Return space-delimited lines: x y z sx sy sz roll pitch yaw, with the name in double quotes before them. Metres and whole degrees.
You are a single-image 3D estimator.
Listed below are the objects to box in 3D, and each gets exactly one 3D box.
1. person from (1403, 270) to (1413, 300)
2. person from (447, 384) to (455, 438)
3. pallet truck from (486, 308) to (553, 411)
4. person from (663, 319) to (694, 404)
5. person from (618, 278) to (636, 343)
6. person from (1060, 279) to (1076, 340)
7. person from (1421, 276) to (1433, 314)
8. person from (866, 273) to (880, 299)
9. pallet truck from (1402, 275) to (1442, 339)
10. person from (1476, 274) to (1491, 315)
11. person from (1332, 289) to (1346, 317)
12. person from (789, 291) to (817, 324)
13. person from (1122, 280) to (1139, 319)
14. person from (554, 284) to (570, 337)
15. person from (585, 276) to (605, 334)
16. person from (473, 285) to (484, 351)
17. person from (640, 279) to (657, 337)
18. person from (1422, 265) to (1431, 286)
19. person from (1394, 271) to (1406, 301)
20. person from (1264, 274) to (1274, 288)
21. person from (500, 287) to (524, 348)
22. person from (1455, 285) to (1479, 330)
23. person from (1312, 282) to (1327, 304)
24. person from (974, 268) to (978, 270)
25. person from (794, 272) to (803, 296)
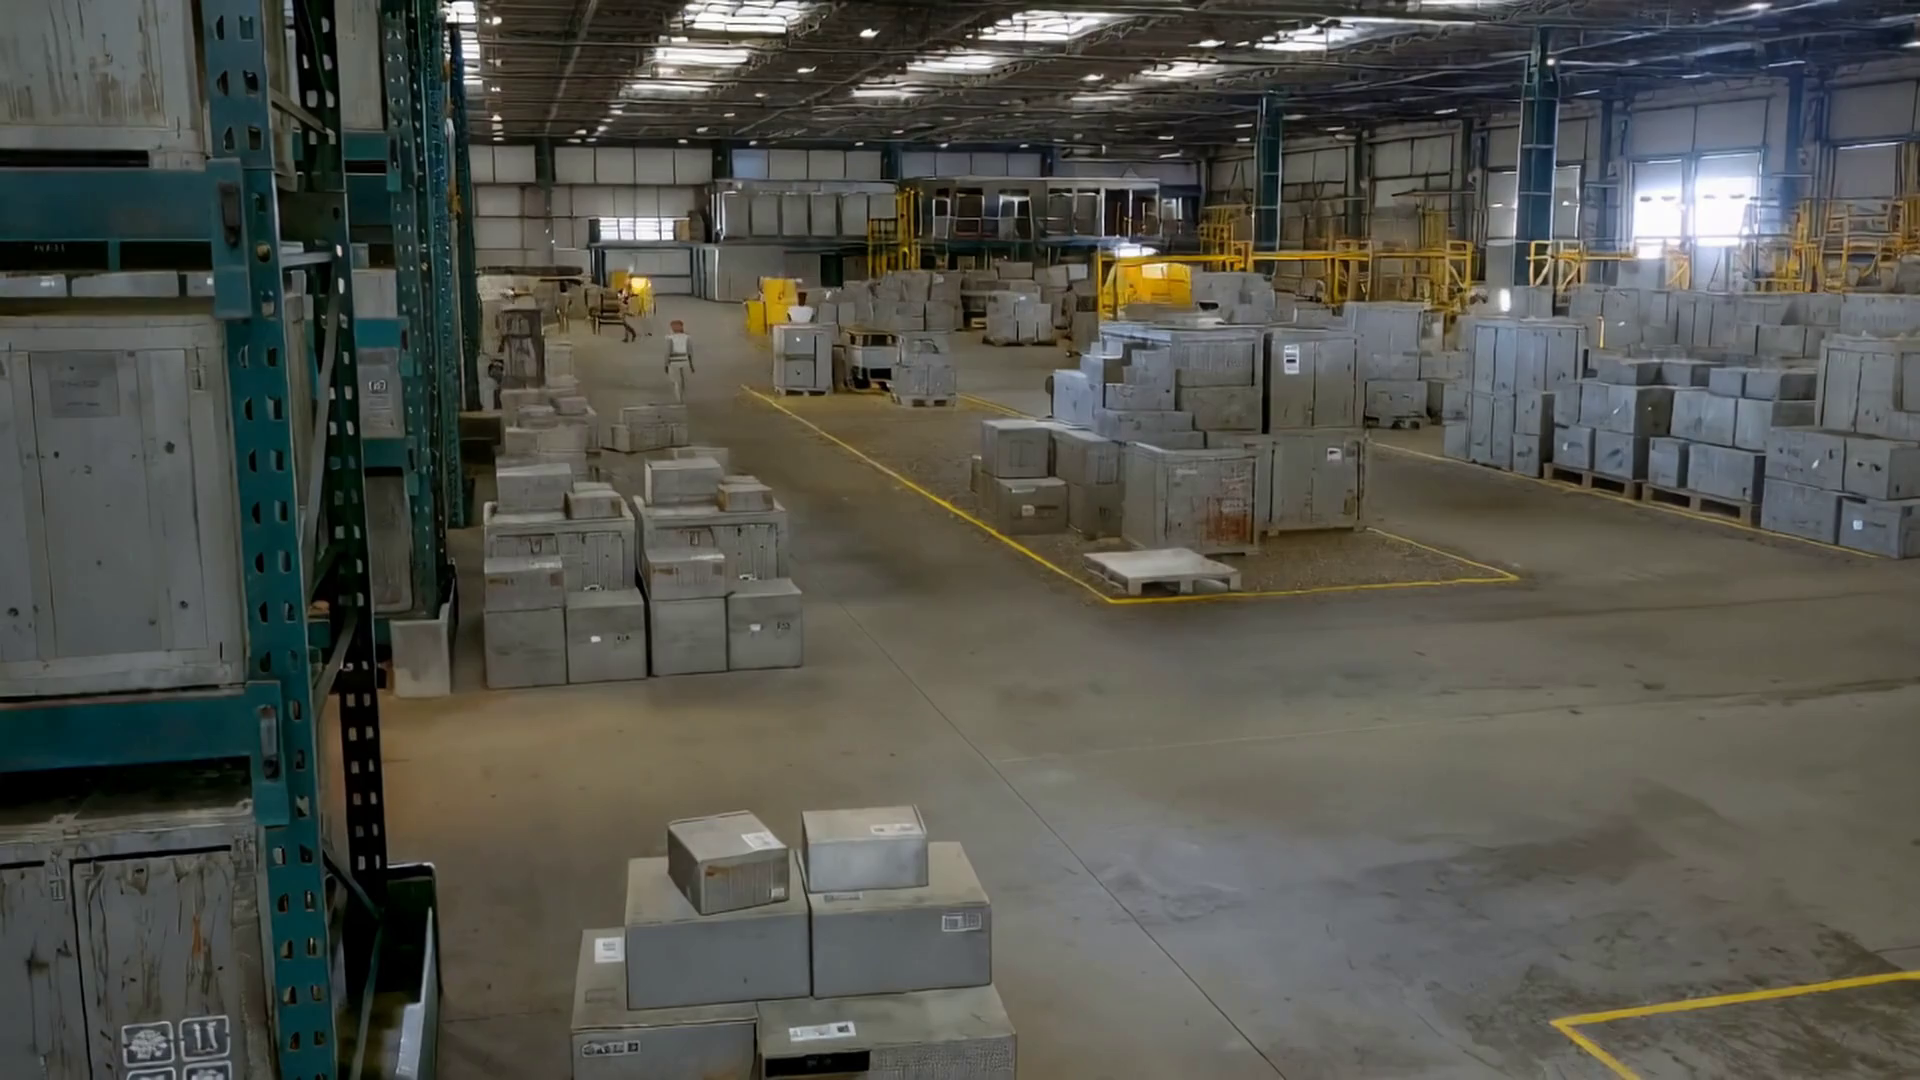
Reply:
"person" 19.705 -11.027 73.604 0.638 1.830 0.429 -3 11 -19
"person" -6.329 -1.580 20.100 0.428 1.839 0.637 7 12 34
"pallet truck" -6.242 -2.418 24.362 0.823 1.965 1.885 1 10 3
"person" -4.881 -3.003 28.770 0.530 1.626 0.527 -6 12 -30
"person" -9.919 -6.786 49.288 0.565 1.925 0.429 7 12 36
"person" 3.314 -7.072 51.081 0.513 1.872 0.328 -6 12 -32
"person" 15.148 -7.623 54.004 0.352 1.937 0.635 6 12 32
"person" -3.133 -8.694 60.130 0.589 1.919 0.392 -9 13 -40
"pallet truck" 14.620 -7.324 52.145 0.823 1.965 1.885 8 13 40
"person" 18.320 -8.386 58.386 0.381 1.917 0.585 -6 12 -32
"person" 8.906 -4.906 38.815 0.350 1.878 0.567 -8 13 -39
"person" -3.404 -4.493 36.432 0.619 1.873 0.973 2 10 10
"person" 5.513 -7.497 53.693 0.551 1.794 0.965 2 10 13
"person" -12.668 -7.323 53.007 0.534 1.692 0.320 1 10 8
"person" -12.011 -7.725 54.699 0.608 1.903 1.026 -2 10 -14
"person" -13.096 -6.009 44.577 0.539 2.000 0.689 3 10 16
"person" -9.807 -7.283 52.333 0.531 1.850 0.676 -1 10 -4
"person" 21.891 -11.894 78.056 0.622 1.996 0.393 -9 13 -40
"person" 17.147 -9.499 64.688 0.581 1.928 0.664 -4 11 -21
"person" 11.581 -9.184 63.163 0.629 1.823 0.455 6 12 31
"person" -12.680 -6.275 46.929 0.521 1.744 0.771 5 11 25
"person" 12.968 -5.571 42.510 0.598 1.898 0.864 8 13 37
"person" 11.940 -7.727 55.304 0.548 1.688 0.323 9 14 42
"person" 0.723 -11.729 77.406 0.356 1.886 0.573 -1 10 -5
"person" -5.965 -8.894 61.235 0.374 1.928 0.542 8 13 39
